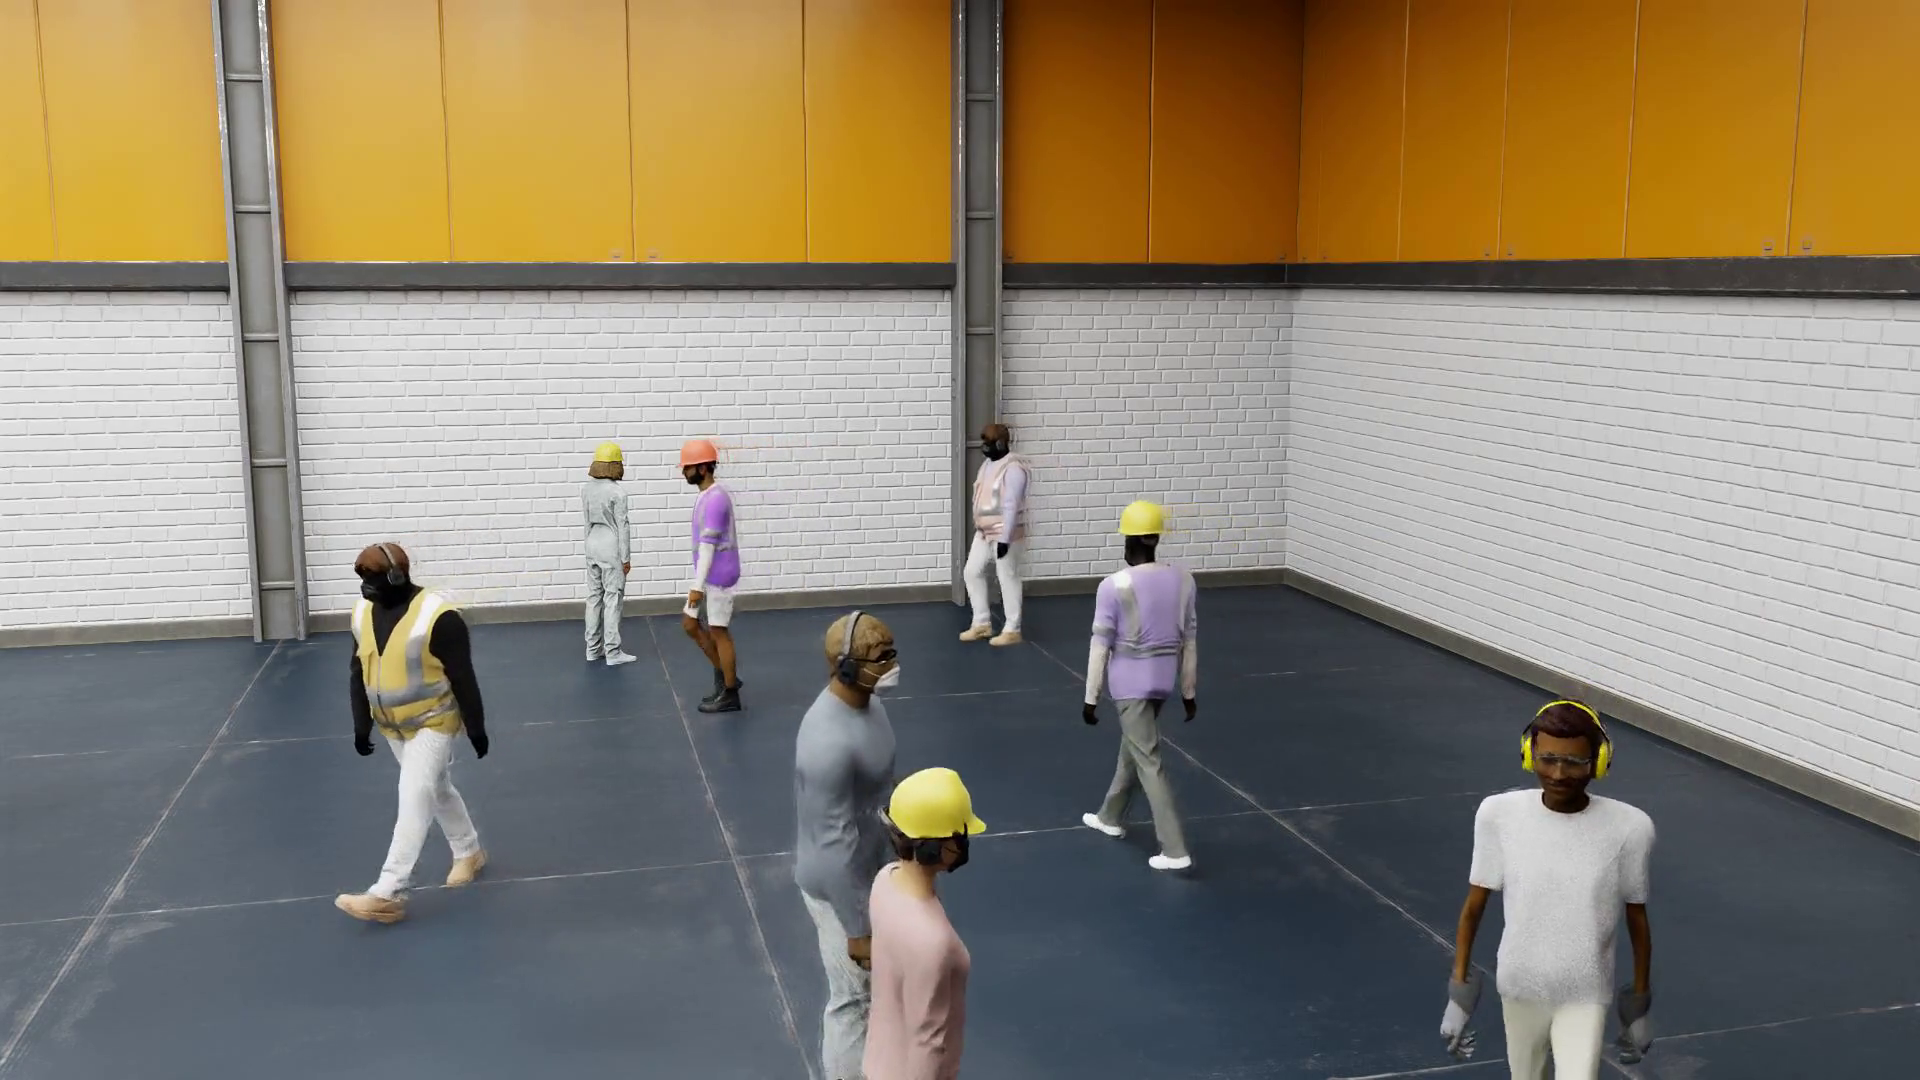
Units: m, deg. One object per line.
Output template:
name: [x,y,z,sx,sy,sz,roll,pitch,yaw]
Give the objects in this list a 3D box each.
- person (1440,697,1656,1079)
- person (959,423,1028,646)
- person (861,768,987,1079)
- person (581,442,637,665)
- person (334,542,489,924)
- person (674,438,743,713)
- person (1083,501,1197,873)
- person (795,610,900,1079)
person: [1.681,1.365,4.794,0.546,1.823,0.950,5,10,28]
person: [0.250,-0.032,13.520,0.610,1.824,0.638,-5,10,-27]
person: [-0.185,1.456,4.492,0.761,1.745,0.528,-3,10,-18]
person: [-2.739,0.101,12.974,0.479,1.734,0.329,6,11,34]
person: [-2.613,0.883,7.937,0.671,1.774,0.990,5,10,28]
person: [-1.721,0.250,11.463,0.449,1.916,0.560,-3,10,-17]
person: [0.933,0.733,8.596,0.601,1.880,0.974,-6,11,-33]
person: [-0.333,1.182,5.623,0.441,1.930,0.664,1,9,8]
